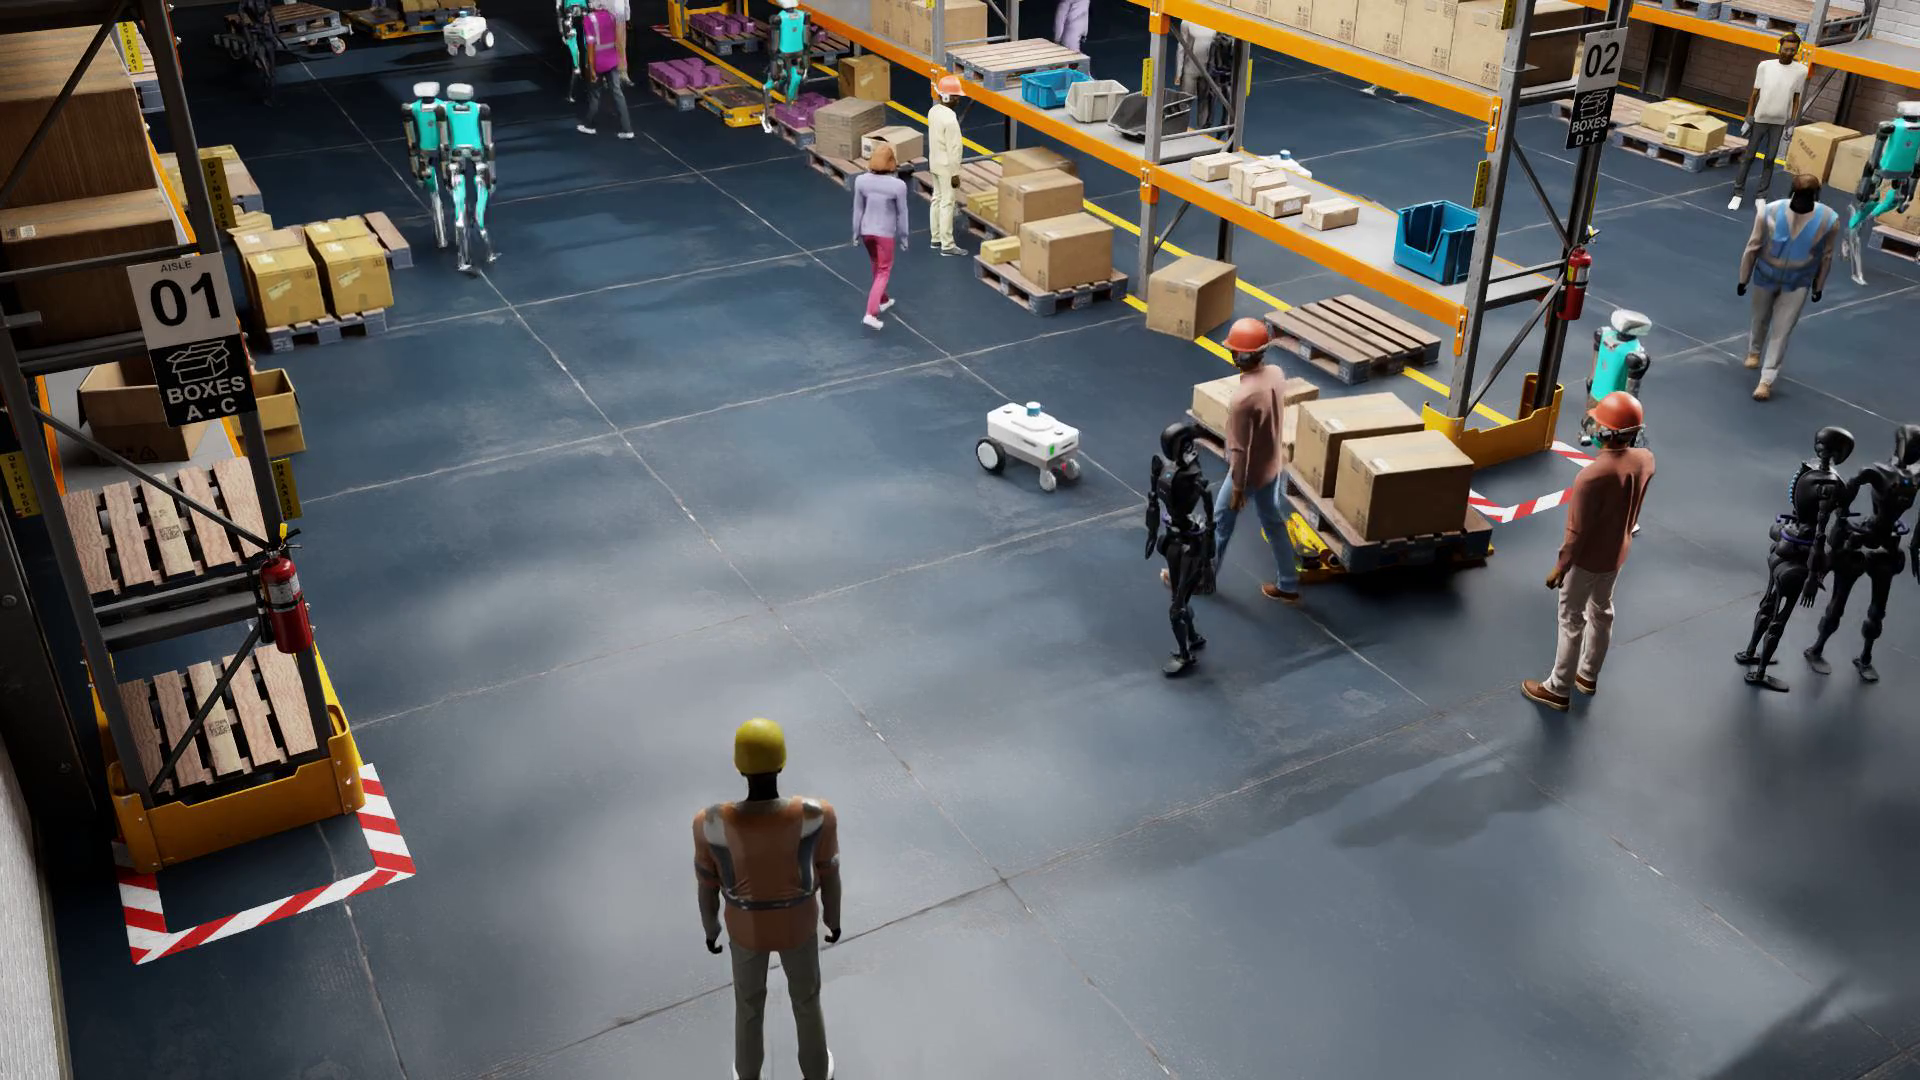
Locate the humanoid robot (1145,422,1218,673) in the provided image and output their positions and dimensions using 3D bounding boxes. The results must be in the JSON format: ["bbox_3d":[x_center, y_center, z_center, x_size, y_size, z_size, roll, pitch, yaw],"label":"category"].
[{"bbox_3d":[1.379,0.023,9.962,0.469,1.635,0.603,-19,35,-29],"label":"humanoid robot"}]

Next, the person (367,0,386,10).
[{"bbox_3d":[-9.087,-8.905,25.537,0.280,1.634,0.498,-26,39,-38],"label":"person"}]

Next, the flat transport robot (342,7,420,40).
[{"bbox_3d":[-8.642,-7.727,24.861,0.659,0.231,1.431,-23,37,-34],"label":"flat transport robot"}]

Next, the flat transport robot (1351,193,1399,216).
[{"bbox_3d":[4.122,-3.242,17.053,0.659,0.231,1.431,-9,31,-16],"label":"flat transport robot"}]

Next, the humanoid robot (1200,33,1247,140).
[{"bbox_3d":[3.026,-5.271,19.188,0.624,1.642,0.357,-14,33,-23],"label":"humanoid robot"}]

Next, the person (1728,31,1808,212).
[{"bbox_3d":[8.473,-4.369,17.408,0.507,1.873,0.328,9,31,15],"label":"person"}]

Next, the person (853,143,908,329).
[{"bbox_3d":[-0.728,-2.695,14.768,0.510,1.596,0.759,11,32,19],"label":"person"}]

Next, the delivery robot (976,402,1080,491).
[{"bbox_3d":[0.526,-0.737,12.423,0.499,0.613,0.816,-26,39,-38],"label":"delivery robot"}]

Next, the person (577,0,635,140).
[{"bbox_3d":[-4.260,-5.675,19.760,0.897,1.803,0.525,22,36,33],"label":"person"}]

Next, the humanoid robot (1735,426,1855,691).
[{"bbox_3d":[4.960,0.079,9.846,0.315,1.655,0.599,7,31,12],"label":"humanoid robot"}]

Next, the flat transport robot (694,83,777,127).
[{"bbox_3d":[-2.820,-5.489,20.965,0.659,0.231,1.431,-15,33,-24],"label":"flat transport robot"}]

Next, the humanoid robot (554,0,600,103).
[{"bbox_3d":[-4.855,-6.435,21.111,0.590,1.761,0.724,-8,31,-14],"label":"humanoid robot"}]

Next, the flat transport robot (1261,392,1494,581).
[{"bbox_3d":[2.874,-0.030,11.462,1.431,0.231,0.659,-7,31,-12],"label":"flat transport robot"}]

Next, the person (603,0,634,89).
[{"bbox_3d":[-4.551,-6.814,21.781,0.573,1.747,0.341,-21,36,-32],"label":"person"}]

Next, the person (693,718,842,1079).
[{"bbox_3d":[-0.796,1.579,7.018,0.597,1.913,0.419,-3,30,-5],"label":"person"}]

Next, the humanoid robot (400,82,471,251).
[{"bbox_3d":[-5.102,-3.638,16.331,0.531,1.831,0.790,-7,31,-12],"label":"humanoid robot"}]

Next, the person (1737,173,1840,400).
[{"bbox_3d":[6.718,-2.132,13.595,0.646,1.794,0.968,17,34,27],"label":"person"}]

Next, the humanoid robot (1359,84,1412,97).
[{"bbox_3d":[5.624,-6.410,21.104,0.940,1.759,0.547,8,31,13],"label":"humanoid robot"}]

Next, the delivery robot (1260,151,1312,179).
[{"bbox_3d":[3.475,-3.854,17.852,0.499,0.614,0.817,-10,31,-17],"label":"delivery robot"}]

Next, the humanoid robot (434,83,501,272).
[{"bbox_3d":[-4.683,-3.347,15.797,0.541,1.768,0.943,-3,30,-5],"label":"humanoid robot"}]

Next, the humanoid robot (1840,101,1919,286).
[{"bbox_3d":[8.680,-3.369,15.824,0.543,1.782,0.938,1,30,2],"label":"humanoid robot"}]

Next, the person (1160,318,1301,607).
[{"bbox_3d":[1.854,-0.474,10.563,0.915,1.955,0.661,19,35,29],"label":"person"}]

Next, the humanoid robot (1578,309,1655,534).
[{"bbox_3d":[4.572,-0.720,11.197,0.818,1.774,0.535,-6,30,-10],"label":"humanoid robot"}]

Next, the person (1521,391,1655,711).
[{"bbox_3d":[3.627,0.070,9.556,0.610,1.995,0.376,-18,35,-29],"label":"person"}]

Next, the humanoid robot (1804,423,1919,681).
[{"bbox_3d":[5.428,0.073,9.860,0.590,1.651,0.370,1,30,2],"label":"humanoid robot"}]

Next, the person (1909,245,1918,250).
[{"bbox_3d":[9.786,-3.686,16.341,0.608,1.749,0.419,-11,32,-18],"label":"person"}]

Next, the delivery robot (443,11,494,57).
[{"bbox_3d":[-7.035,-7.226,23.698,0.499,0.591,0.762,7,31,12],"label":"delivery robot"}]

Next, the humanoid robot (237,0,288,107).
[{"bbox_3d":[-8.790,-6.300,20.963,0.340,1.652,0.589,12,32,19],"label":"humanoid robot"}]

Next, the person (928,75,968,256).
[{"bbox_3d":[-0.121,-3.679,16.326,0.336,1.748,0.563,-11,32,-18],"label":"person"}]

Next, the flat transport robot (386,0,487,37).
[{"bbox_3d":[-7.855,-7.728,24.862,1.431,0.231,0.659,-12,32,-19],"label":"flat transport robot"}]

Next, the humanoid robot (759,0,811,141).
[{"bbox_3d":[-2.169,-5.626,19.749,0.545,1.757,0.986,-19,35,-30],"label":"humanoid robot"}]

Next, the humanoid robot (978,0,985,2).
[{"bbox_3d":[0.201,-7.840,23.635,0.370,1.646,0.600,16,33,25],"label":"humanoid robot"}]

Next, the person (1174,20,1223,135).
[{"bbox_3d":[2.759,-5.430,19.231,0.563,1.897,0.358,-2,30,-4],"label":"person"}]

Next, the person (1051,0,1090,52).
[{"bbox_3d":[1.425,-6.412,20.971,0.924,1.871,0.649,15,33,24],"label":"person"}]

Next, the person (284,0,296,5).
[{"bbox_3d":[-10.110,-8.529,24.678,0.430,1.845,0.621,-9,31,-16],"label":"person"}]
